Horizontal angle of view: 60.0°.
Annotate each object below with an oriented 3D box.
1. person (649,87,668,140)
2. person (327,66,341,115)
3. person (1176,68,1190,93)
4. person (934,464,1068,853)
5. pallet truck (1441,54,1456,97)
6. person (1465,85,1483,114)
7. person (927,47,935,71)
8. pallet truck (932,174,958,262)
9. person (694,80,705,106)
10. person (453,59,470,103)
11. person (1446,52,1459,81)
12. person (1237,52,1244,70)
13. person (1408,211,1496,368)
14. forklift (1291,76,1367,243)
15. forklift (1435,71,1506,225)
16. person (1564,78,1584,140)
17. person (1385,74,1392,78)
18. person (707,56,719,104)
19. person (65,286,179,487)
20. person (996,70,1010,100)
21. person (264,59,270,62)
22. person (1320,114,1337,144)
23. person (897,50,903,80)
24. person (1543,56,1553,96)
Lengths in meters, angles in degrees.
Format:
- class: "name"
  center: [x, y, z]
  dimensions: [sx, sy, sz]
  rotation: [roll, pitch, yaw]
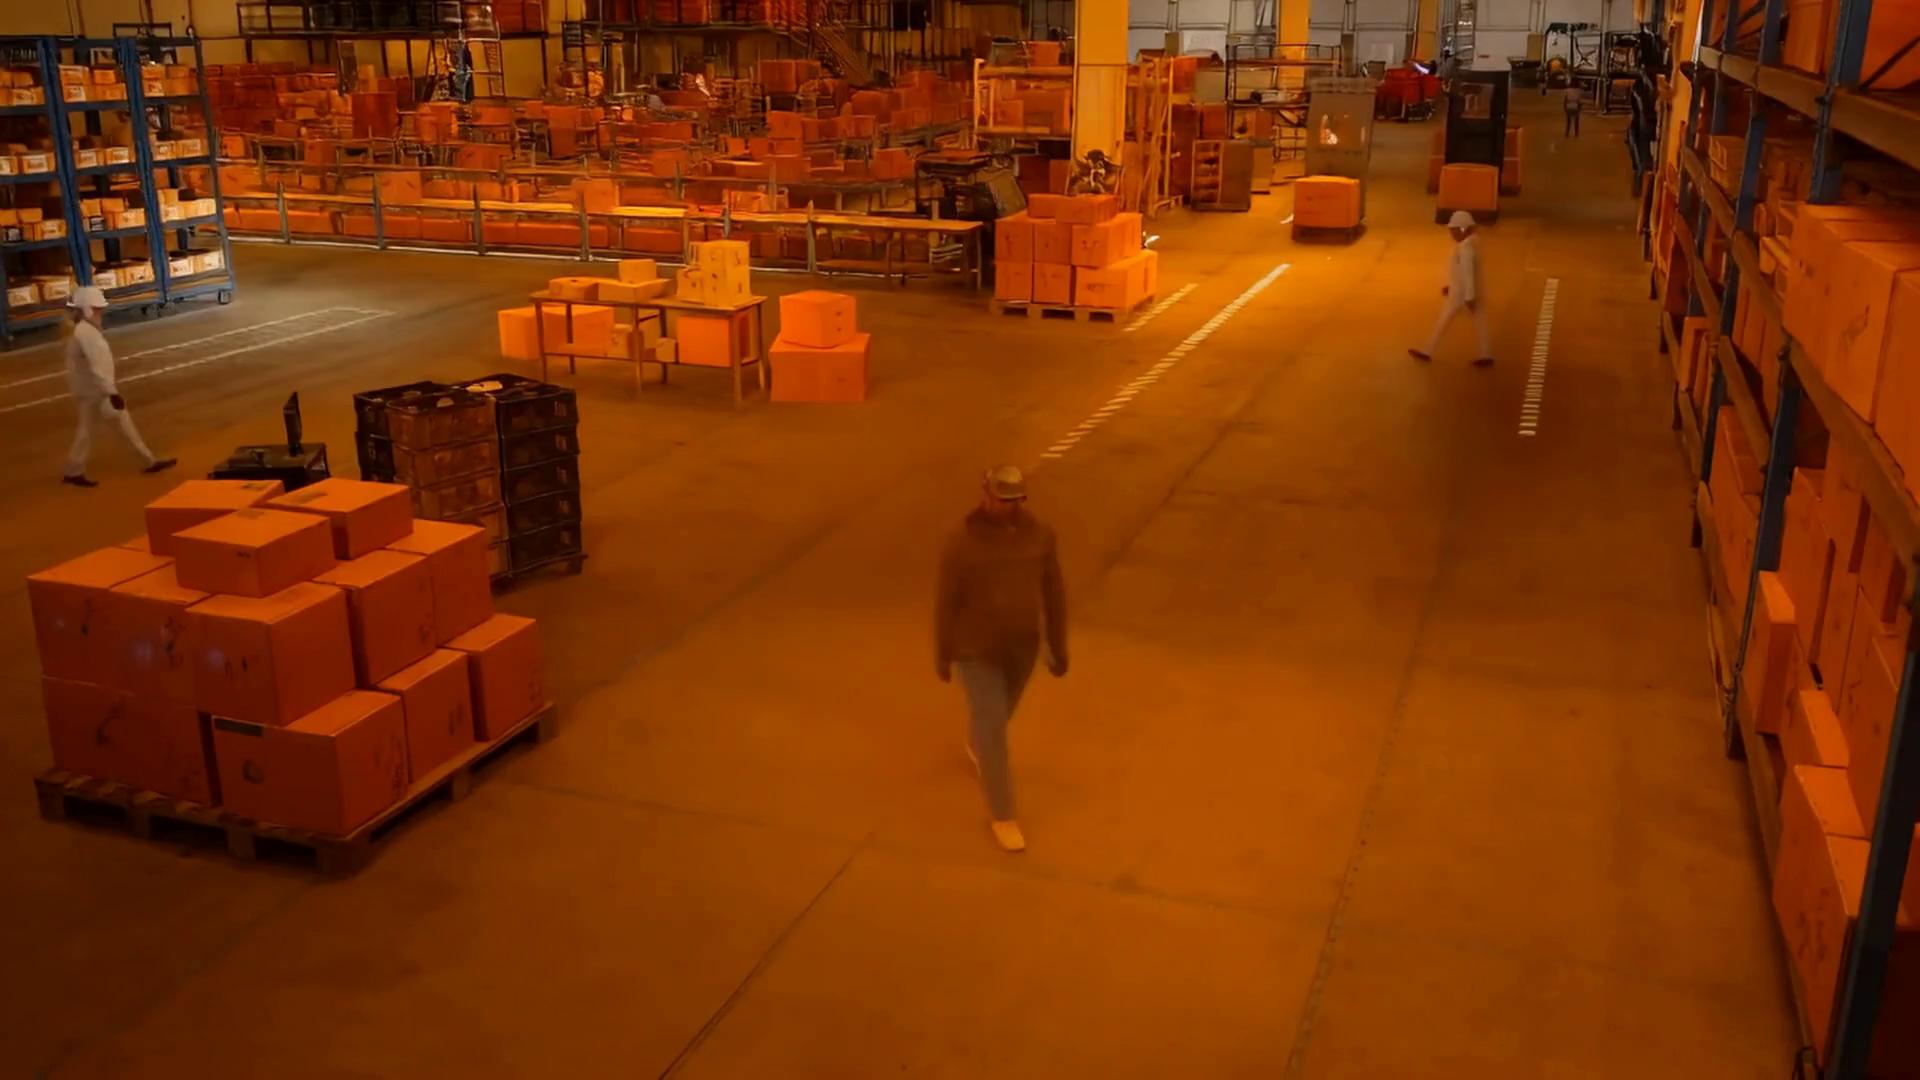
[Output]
- class: "person"
  center: [-8.645, -12.009, 47.591]
  dimensions: [0.876, 1.842, 0.528]
  rotation: [13, 22, 34]
- class: "person"
  center: [-24.361, -17.488, 64.722]
  dimensions: [0.356, 1.883, 0.575]
  rotation: [7, 19, 21]
- class: "person"
  center: [8.152, -16.329, 61.039]
  dimensions: [0.490, 1.921, 0.629]
  rotation: [13, 22, 36]
- class: "person"
  center: [0.189, 0.489, 8.285]
  dimensions: [0.658, 1.863, 0.999]
  rotation: [-7, 19, -20]
- class: "pallet truck"
  center: [22.765, -21.886, 78.355]
  dimensions: [0.823, 1.965, 1.885]
  rotation: [-4, 18, -14]
- class: "person"
  center: [14.751, -12.149, 47.969]
  dimensions: [1.017, 1.885, 0.556]
  rotation: [-16, 24, -41]
- class: "person"
  center: [-1.669, -28.190, 98.364]
  dimensions: [0.562, 1.885, 1.013]
  rotation: [-2, 18, -6]
- class: "pallet truck"
  center: [-0.507, -5.292, 27.348]
  dimensions: [0.653, 1.274, 1.630]
  rotation: [6, 19, 19]
- class: "person"
  center: [-8.601, -14.170, 54.529]
  dimensions: [0.724, 1.740, 0.523]
  rotation: [-9, 20, -25]
- class: "person"
  center: [-22.087, -20.292, 73.531]
  dimensions: [0.993, 1.887, 0.559]
  rotation: [1, 18, 4]
- class: "person"
  center: [24.171, -22.936, 81.681]
  dimensions: [0.647, 1.966, 0.648]
  rotation: [10, 20, 30]
- class: "person"
  center: [14.871, -24.919, 88.098]
  dimensions: [1.010, 1.884, 0.606]
  rotation: [17, 24, 42]
- class: "person"
  center: [5.693, -2.843, 18.893]
  dimensions: [0.981, 1.766, 0.588]
  rotation: [11, 21, 31]
- class: "forklift"
  center: [6.598, -6.755, 29.381]
  dimensions: [1.129, 2.768, 1.873]
  rotation: [6, 19, 19]
- class: "forklift"
  center: [9.820, -7.526, 31.802]
  dimensions: [1.129, 2.768, 1.873]
  rotation: [6, 19, 19]
- class: "person"
  center: [19.356, -13.580, 52.439]
  dimensions: [0.612, 1.879, 0.889]
  rotation: [14, 23, 38]
- class: "person"
  center: [15.987, -16.702, 62.608]
  dimensions: [0.826, 1.669, 0.534]
  rotation: [6, 19, 19]
- class: "person"
  center: [-10.748, -20.034, 72.474]
  dimensions: [0.402, 2.036, 0.609]
  rotation: [7, 19, 21]
- class: "person"
  center: [-7.291, -1.307, 14.170]
  dimensions: [0.906, 1.702, 0.567]
  rotation: [-5, 18, -17]
- class: "person"
  center: [1.602, -17.216, 63.612]
  dimensions: [1.022, 2.000, 0.682]
  rotation: [10, 20, 30]
- class: "person"
  center: [-31.089, -20.598, 74.527]
  dimensions: [1.006, 1.872, 0.625]
  rotation: [0, 18, -1]
- class: "person"
  center: [7.503, -7.753, 34.082]
  dimensions: [0.853, 1.924, 0.608]
  rotation: [-13, 22, -35]
- class: "person"
  center: [-3.524, -28.101, 98.372]
  dimensions: [0.321, 1.696, 0.537]
  rotation: [7, 19, 21]
- class: "person"
  center: [28.285, -22.336, 79.993]
  dimensions: [0.329, 1.863, 0.513]
  rotation: [7, 19, 21]
